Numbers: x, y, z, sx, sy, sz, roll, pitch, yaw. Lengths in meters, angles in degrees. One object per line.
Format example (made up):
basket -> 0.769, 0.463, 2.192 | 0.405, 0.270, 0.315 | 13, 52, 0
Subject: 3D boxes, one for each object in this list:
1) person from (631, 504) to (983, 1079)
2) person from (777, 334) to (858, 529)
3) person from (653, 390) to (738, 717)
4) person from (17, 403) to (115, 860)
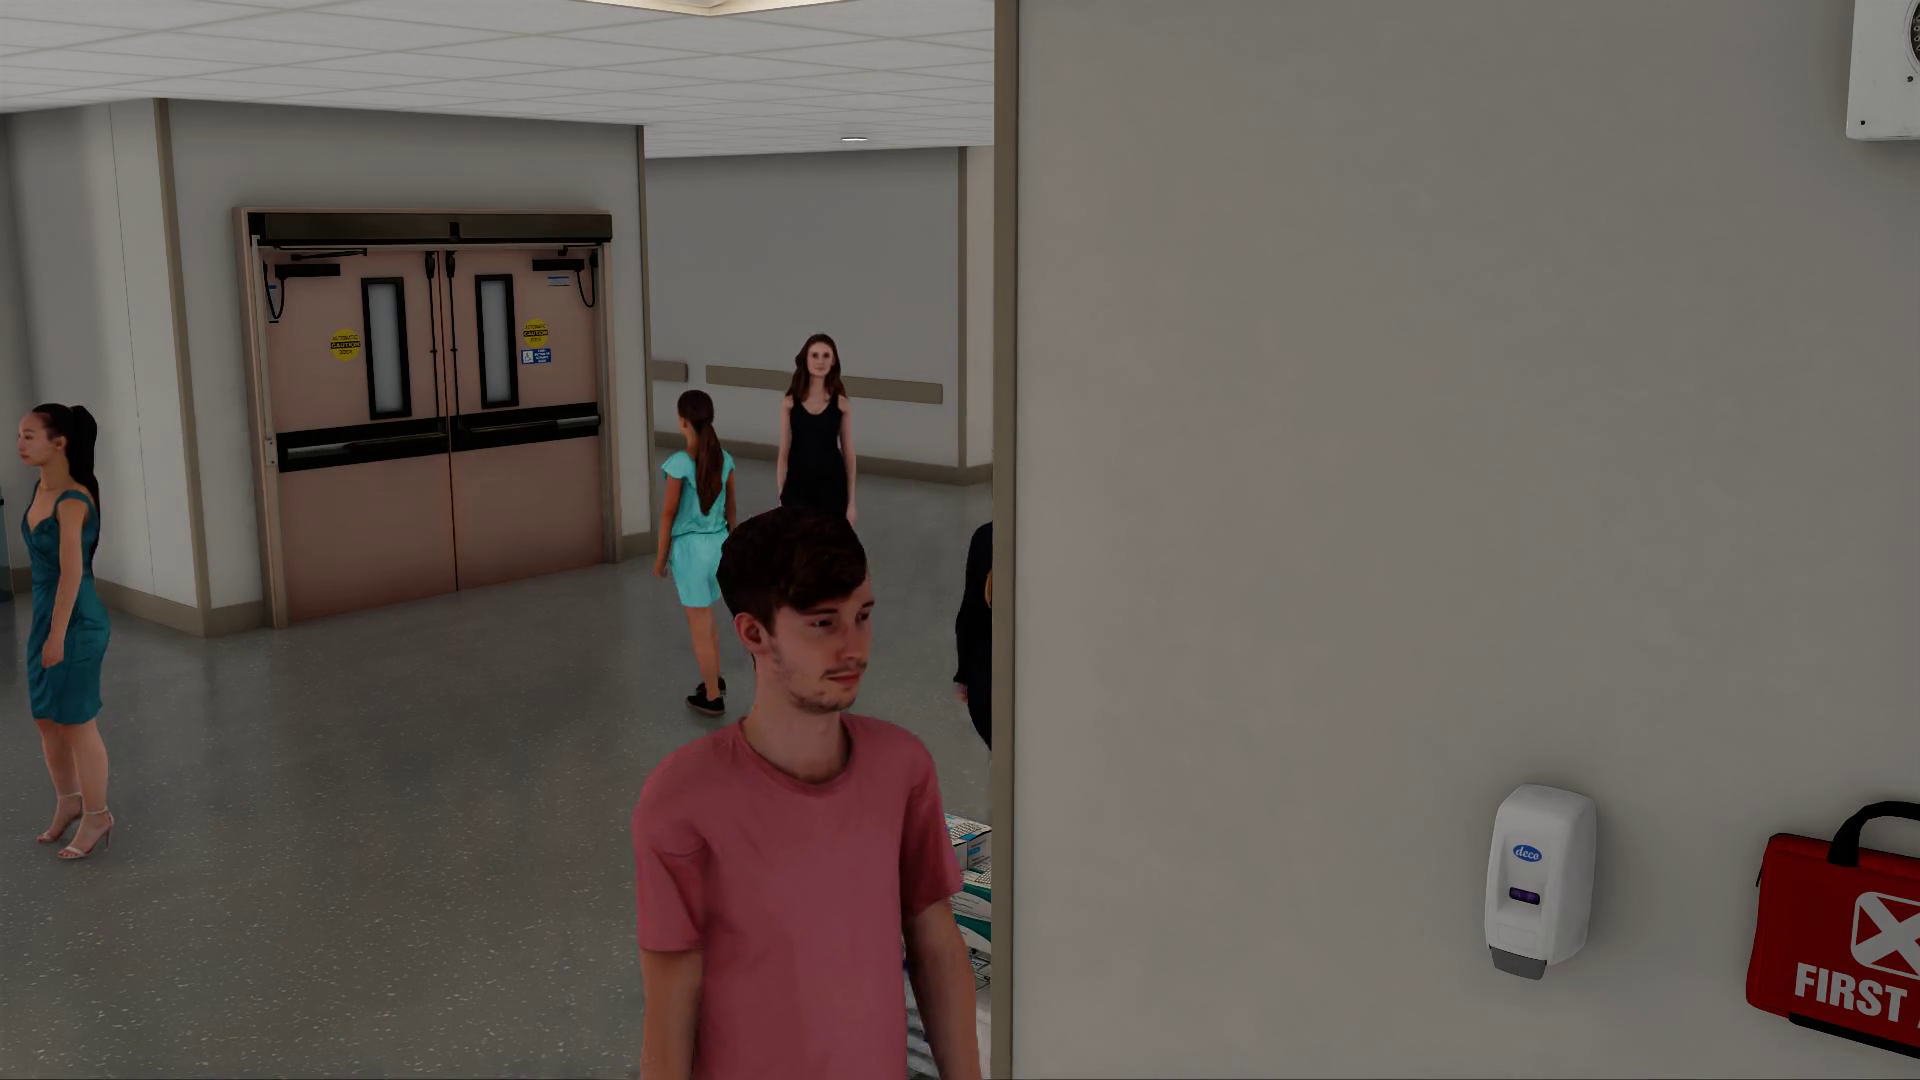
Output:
person -> -0.298, 0.904, 2.447 | 0.784, 1.939, 0.753 | -10, 14, -41
person -> -0.791, -0.267, 9.172 | 0.810, 1.733, 0.872 | -1, 11, -4
person -> -1.186, 0.074, 7.865 | 0.615, 1.549, 0.517 | 11, 15, 44
person -> -3.248, 0.332, 6.149 | 0.538, 1.683, 0.613 | -10, 15, -43
